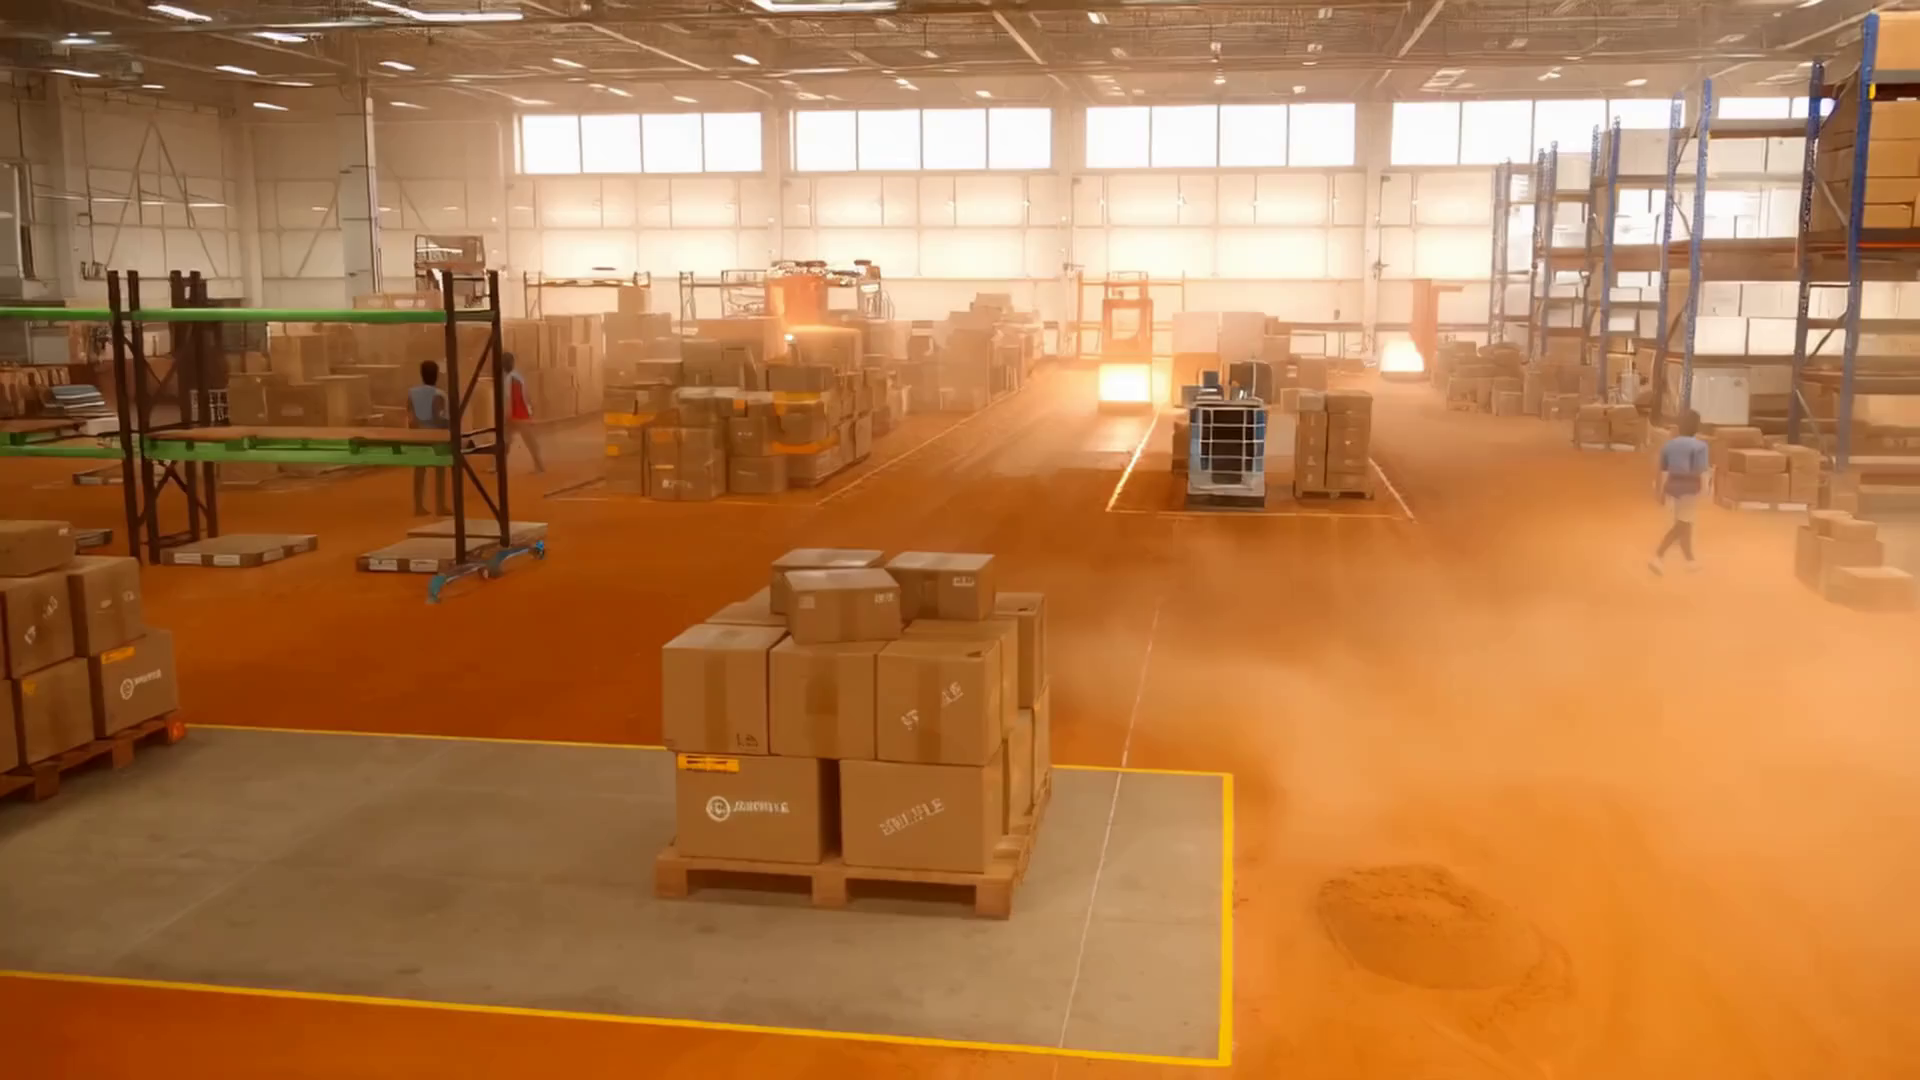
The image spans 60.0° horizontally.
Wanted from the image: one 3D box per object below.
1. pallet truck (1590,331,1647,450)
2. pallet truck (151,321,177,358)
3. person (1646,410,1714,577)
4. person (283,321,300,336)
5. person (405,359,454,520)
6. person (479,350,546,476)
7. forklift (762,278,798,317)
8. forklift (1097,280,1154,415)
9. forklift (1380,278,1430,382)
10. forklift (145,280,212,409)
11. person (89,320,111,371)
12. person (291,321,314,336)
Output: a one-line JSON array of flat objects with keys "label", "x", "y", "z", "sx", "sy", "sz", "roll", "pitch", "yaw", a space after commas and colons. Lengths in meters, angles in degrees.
[{"label": "pallet truck", "x": 11.253, "y": -2.573, "z": 28.499, "sx": 0.823, "sy": 1.965, "sz": 1.885, "roll": 5, "pitch": 10, "yaw": 27}, {"label": "pallet truck", "x": -21.869, "y": -5.598, "z": 47.154, "sx": 0.823, "sy": 1.965, "sz": 1.885, "roll": 4, "pitch": 10, "yaw": 26}, {"label": "person", "x": 7.156, "y": -0.469, "z": 16.545, "sx": 0.837, "sy": 1.666, "sz": 0.528, "roll": -4, "pitch": 10, "yaw": -22}, {"label": "person", "x": -20.023, "y": -5.990, "z": 49.924, "sx": 0.337, "sy": 1.882, "sz": 0.584, "roll": 8, "pitch": 12, "yaw": 41}, {"label": "person", "x": -6.463, "y": -1.226, "z": 20.330, "sx": 0.604, "sy": 1.956, "sz": 0.387, "roll": 2, "pitch": 9, "yaw": 13}, {"label": "person", "x": -6.579, "y": -1.844, "z": 24.408, "sx": 0.997, "sy": 1.860, "sz": 0.600, "roll": -5, "pitch": 10, "yaw": -27}, {"label": "forklift", "x": -4.573, "y": -5.284, "z": 42.502, "sx": 1.129, "sy": 2.768, "sz": 1.873, "roll": -8, "pitch": 12, "yaw": -40}, {"label": "forklift", "x": 3.525, "y": -4.103, "z": 35.217, "sx": 1.129, "sy": 2.768, "sz": 1.873, "roll": 1, "pitch": 9, "yaw": 9}, {"label": "forklift", "x": 12.374, "y": -5.659, "z": 44.818, "sx": 1.873, "sy": 2.768, "sz": 1.129, "roll": 1, "pitch": 9, "yaw": 9}, {"label": "forklift", "x": -16.778, "y": -4.294, "z": 36.399, "sx": 1.873, "sy": 2.768, "sz": 1.129, "roll": 1, "pitch": 9, "yaw": 9}, {"label": "person", "x": -25.925, "y": -5.902, "z": 50.215, "sx": 0.545, "sy": 1.599, "sz": 0.807, "roll": 1, "pitch": 9, "yaw": 4}, {"label": "person", "x": -17.231, "y": -5.009, "z": 43.707, "sx": 0.629, "sy": 1.939, "sz": 0.371, "roll": 1, "pitch": 9, "yaw": 4}]
